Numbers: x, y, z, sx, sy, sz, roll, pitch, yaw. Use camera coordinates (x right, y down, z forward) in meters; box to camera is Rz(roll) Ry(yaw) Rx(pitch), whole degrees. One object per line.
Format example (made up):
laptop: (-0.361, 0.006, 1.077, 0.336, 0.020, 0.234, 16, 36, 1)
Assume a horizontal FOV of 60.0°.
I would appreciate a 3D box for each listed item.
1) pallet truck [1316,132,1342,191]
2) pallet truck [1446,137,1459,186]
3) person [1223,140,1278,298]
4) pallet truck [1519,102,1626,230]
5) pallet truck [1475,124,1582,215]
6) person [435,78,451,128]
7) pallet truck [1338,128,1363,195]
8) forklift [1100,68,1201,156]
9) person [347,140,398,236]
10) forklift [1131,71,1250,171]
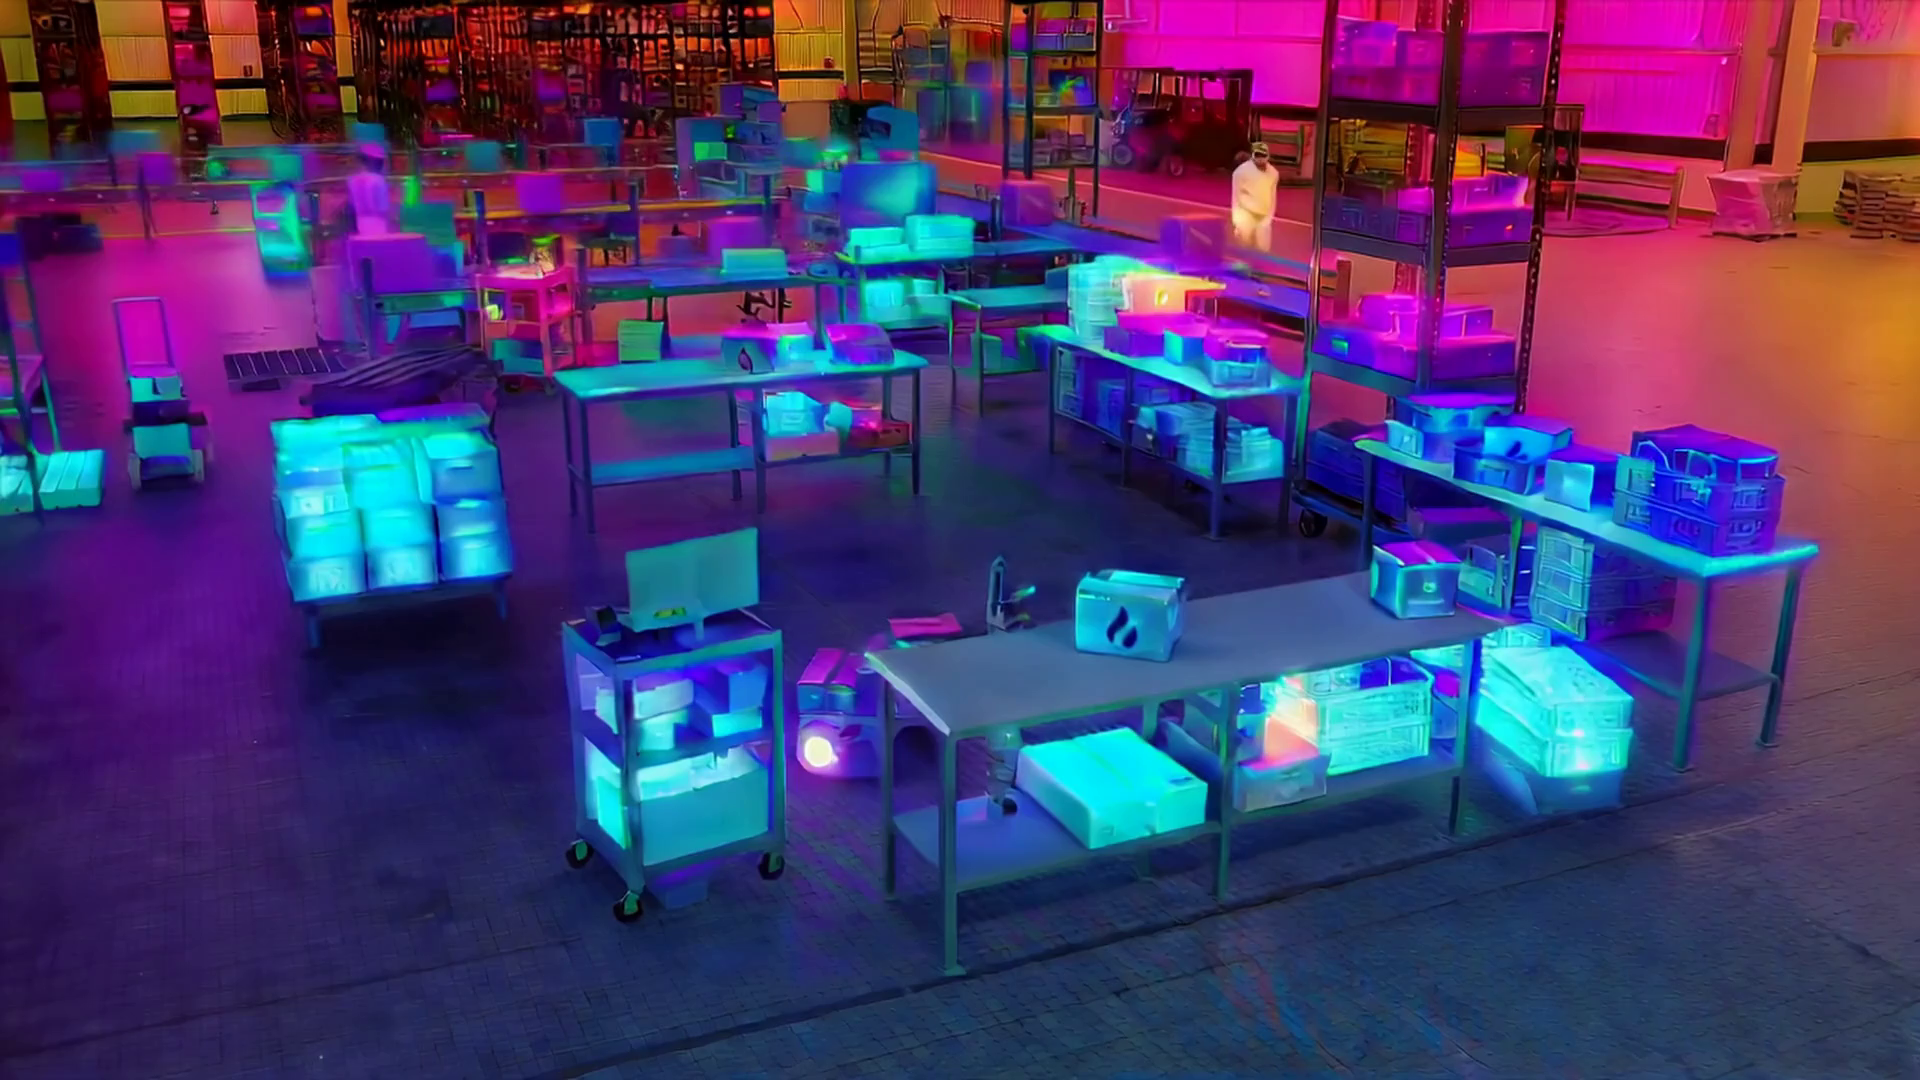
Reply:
pallet truck: (7.723, -7.504, 32.656, 1.601, 1.201, 0.680, -8, 19, -23)
pallet truck: (9.184, -6.485, 29.328, 1.630, 1.274, 0.653, -8, 19, -23)
person: (3.582, -3.951, 20.407, 0.640, 1.882, 0.831, -5, 18, -16)
pallet truck: (9.972, -6.037, 26.785, 1.885, 1.965, 0.823, -9, 20, -25)
pallet truck: (9.707, -6.455, 28.103, 1.885, 1.965, 0.823, -7, 19, -20)
person: (-13.935, -11.785, 45.173, 0.790, 1.815, 0.604, -5, 18, -15)
pallet truck: (7.845, -7.140, 31.411, 1.522, 1.261, 0.704, -9, 20, -25)
forklift: (4.082, -9.564, 37.410, 2.680, 1.987, 1.157, -8, 19, -23)
person: (-6.470, -3.475, 18.718, 0.624, 1.994, 0.988, 11, 21, 32)
forklift: (4.998, -8.936, 35.413, 2.680, 1.987, 1.157, -9, 20, -25)
